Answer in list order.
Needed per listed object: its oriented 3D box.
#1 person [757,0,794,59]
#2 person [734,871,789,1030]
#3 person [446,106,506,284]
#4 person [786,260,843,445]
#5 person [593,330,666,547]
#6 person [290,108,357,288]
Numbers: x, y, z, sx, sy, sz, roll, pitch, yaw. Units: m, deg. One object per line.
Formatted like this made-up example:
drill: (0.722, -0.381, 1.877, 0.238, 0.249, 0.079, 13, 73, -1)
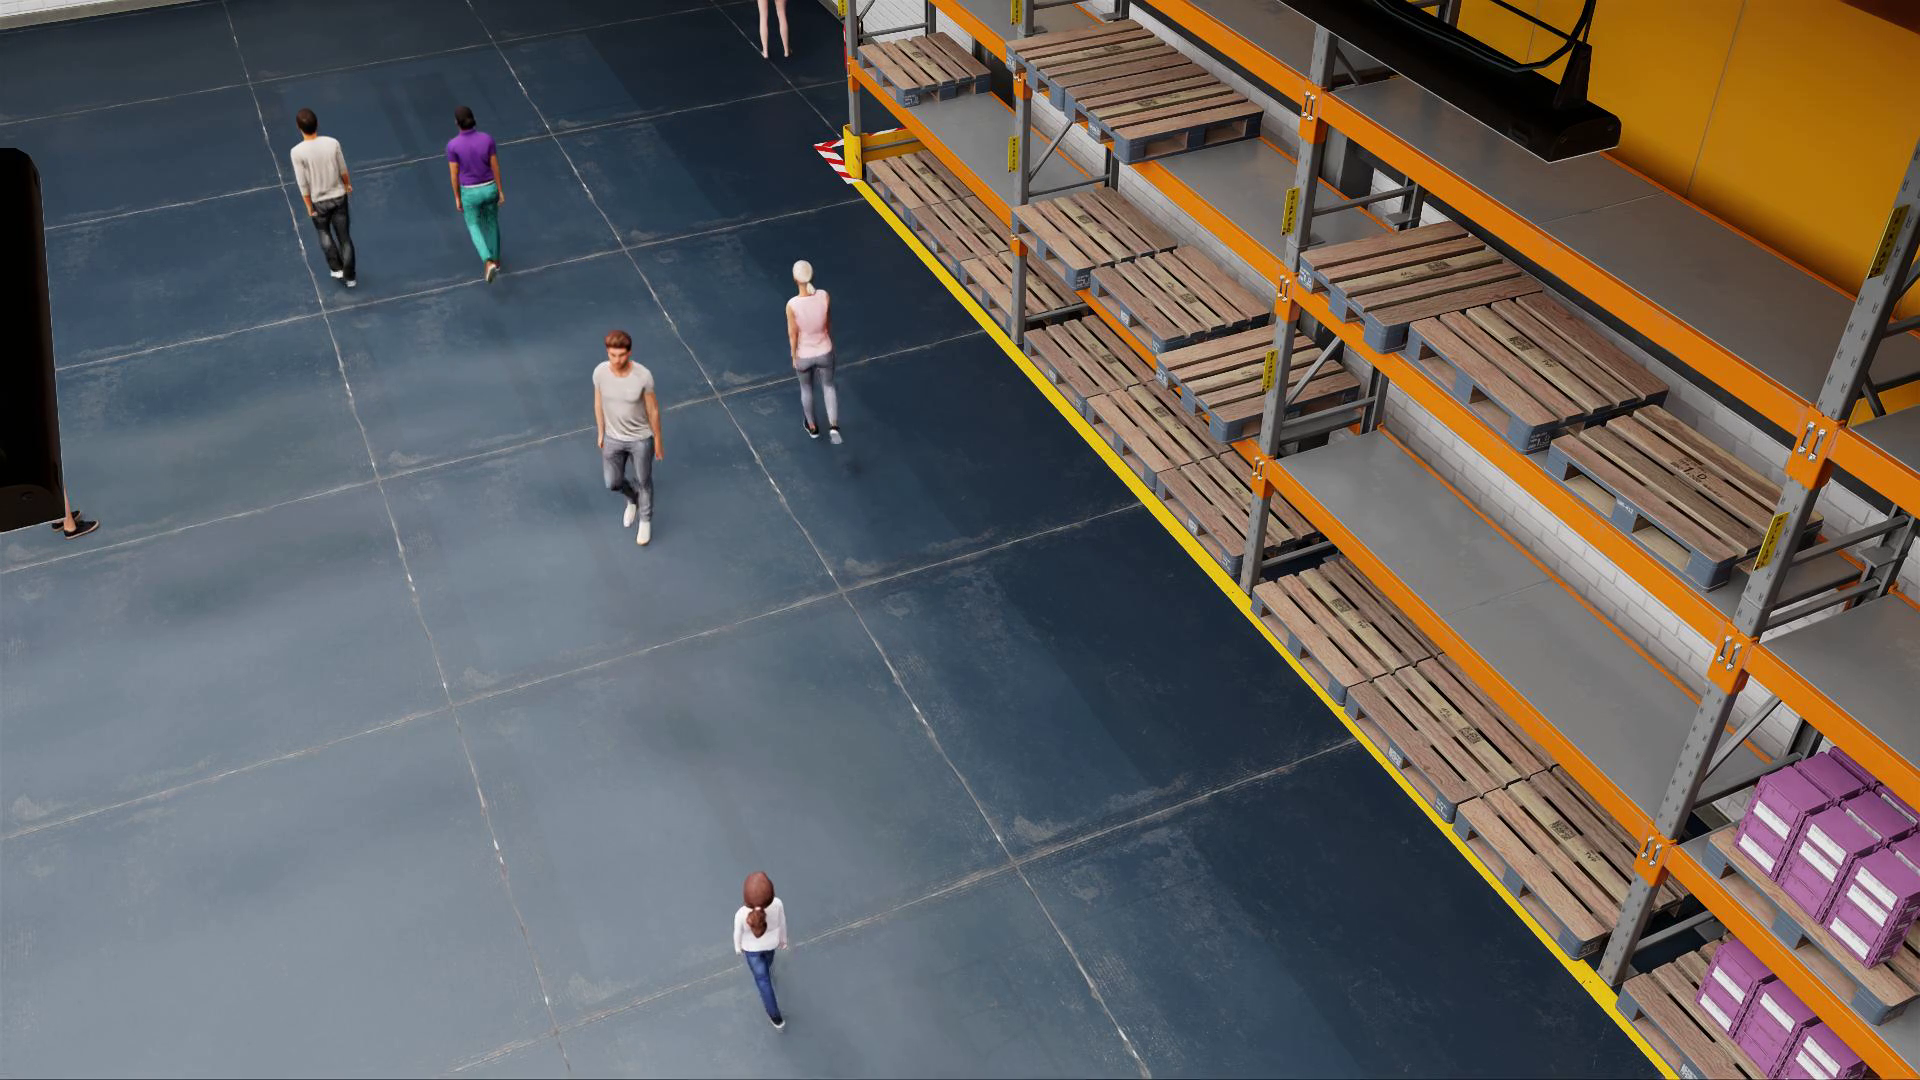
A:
person: (-2.341, -6.833, 20.502, 0.656, 1.766, 0.660, -2, 39, -3)
person: (-1.126, 2.343, 9.555, 0.460, 1.087, 0.769, -17, 42, -21)
person: (-4.634, -3.321, 16.119, 0.643, 1.747, 0.972, -17, 42, -21)
person: (-1.196, -1.518, 13.888, 0.622, 1.713, 0.896, -12, 40, -14)
person: (-2.553, -0.855, 12.920, 0.831, 1.886, 0.858, 3, 39, 4)
person: (-6.050, -3.253, 15.993, 0.675, 1.798, 0.651, -20, 43, -23)
